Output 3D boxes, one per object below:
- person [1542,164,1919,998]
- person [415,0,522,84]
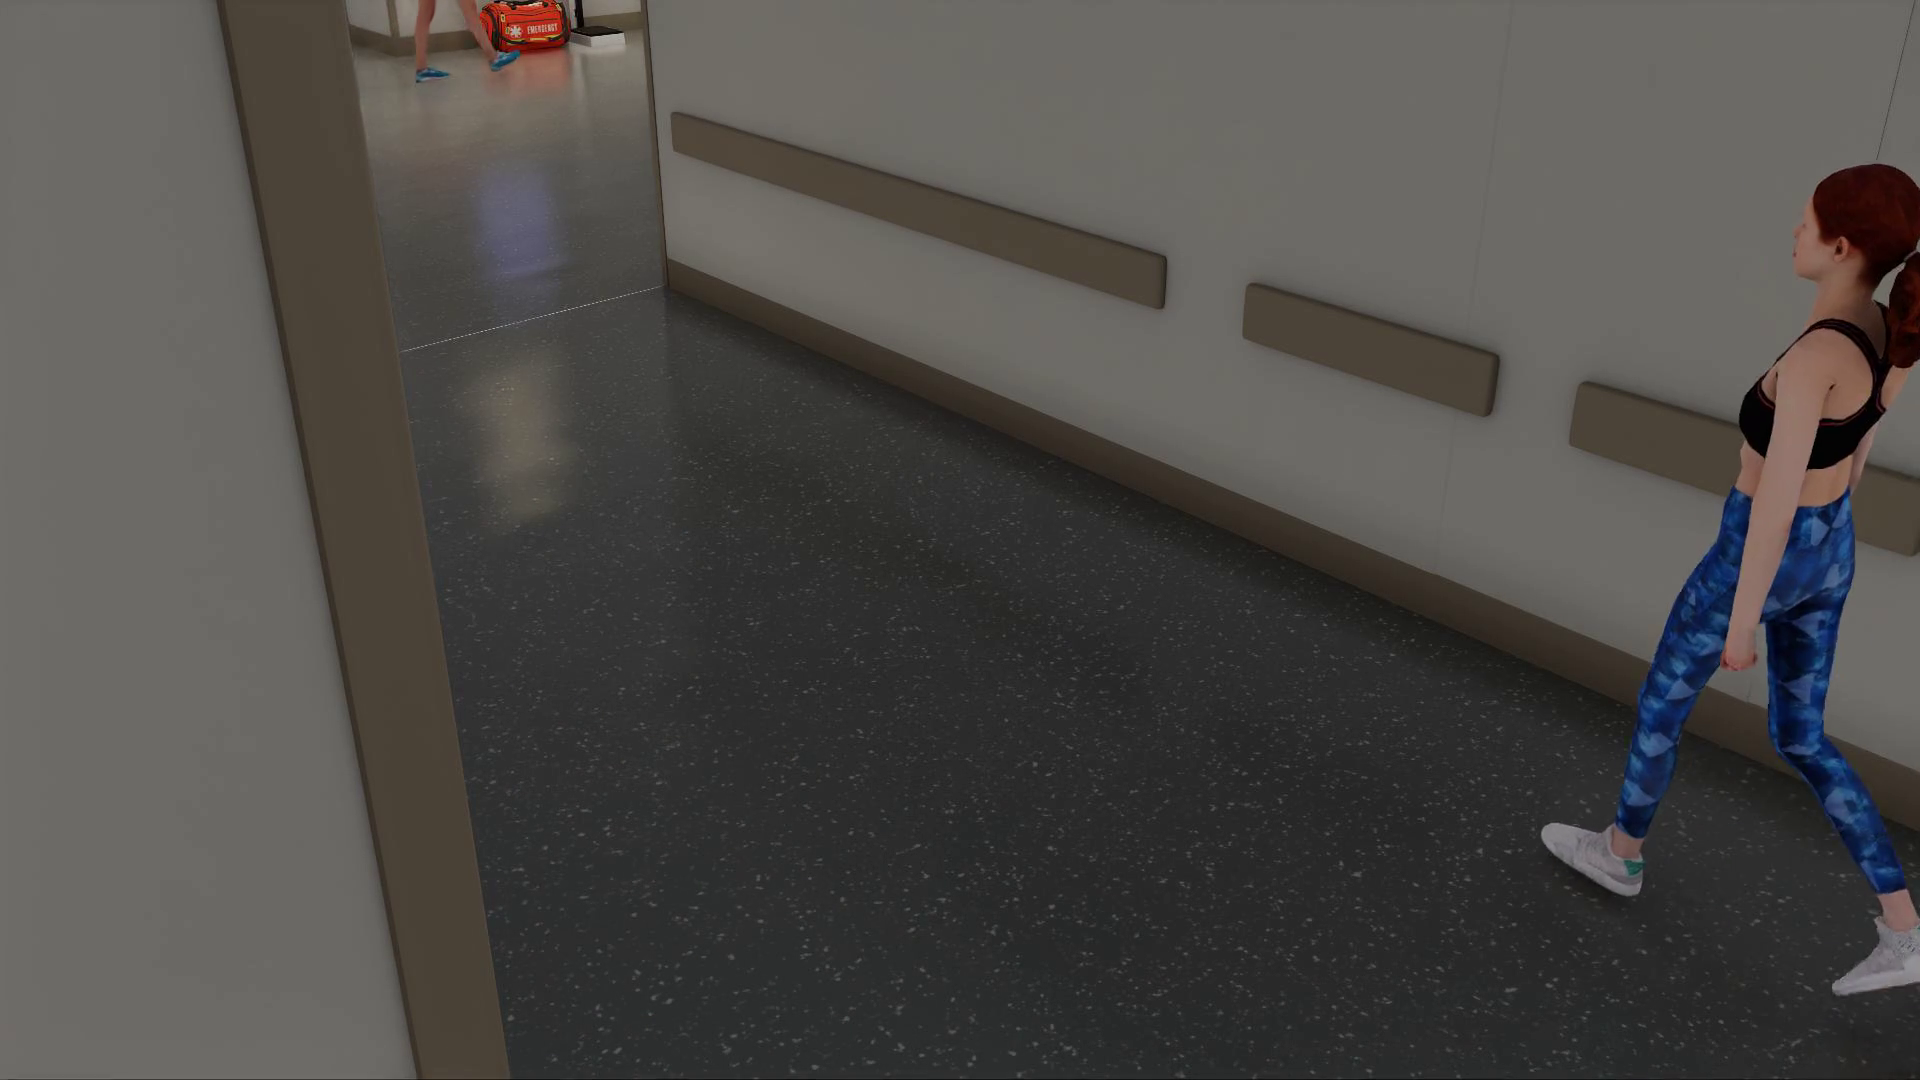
[{"bbox_3d":[1.738,0.148,3.393,1.129,1.755,0.731,-16,30,-29],"label":"person"},{"bbox_3d":[-4.136,-4.414,12.881,1.088,1.730,0.614,-19,32,-34],"label":"person"}]
